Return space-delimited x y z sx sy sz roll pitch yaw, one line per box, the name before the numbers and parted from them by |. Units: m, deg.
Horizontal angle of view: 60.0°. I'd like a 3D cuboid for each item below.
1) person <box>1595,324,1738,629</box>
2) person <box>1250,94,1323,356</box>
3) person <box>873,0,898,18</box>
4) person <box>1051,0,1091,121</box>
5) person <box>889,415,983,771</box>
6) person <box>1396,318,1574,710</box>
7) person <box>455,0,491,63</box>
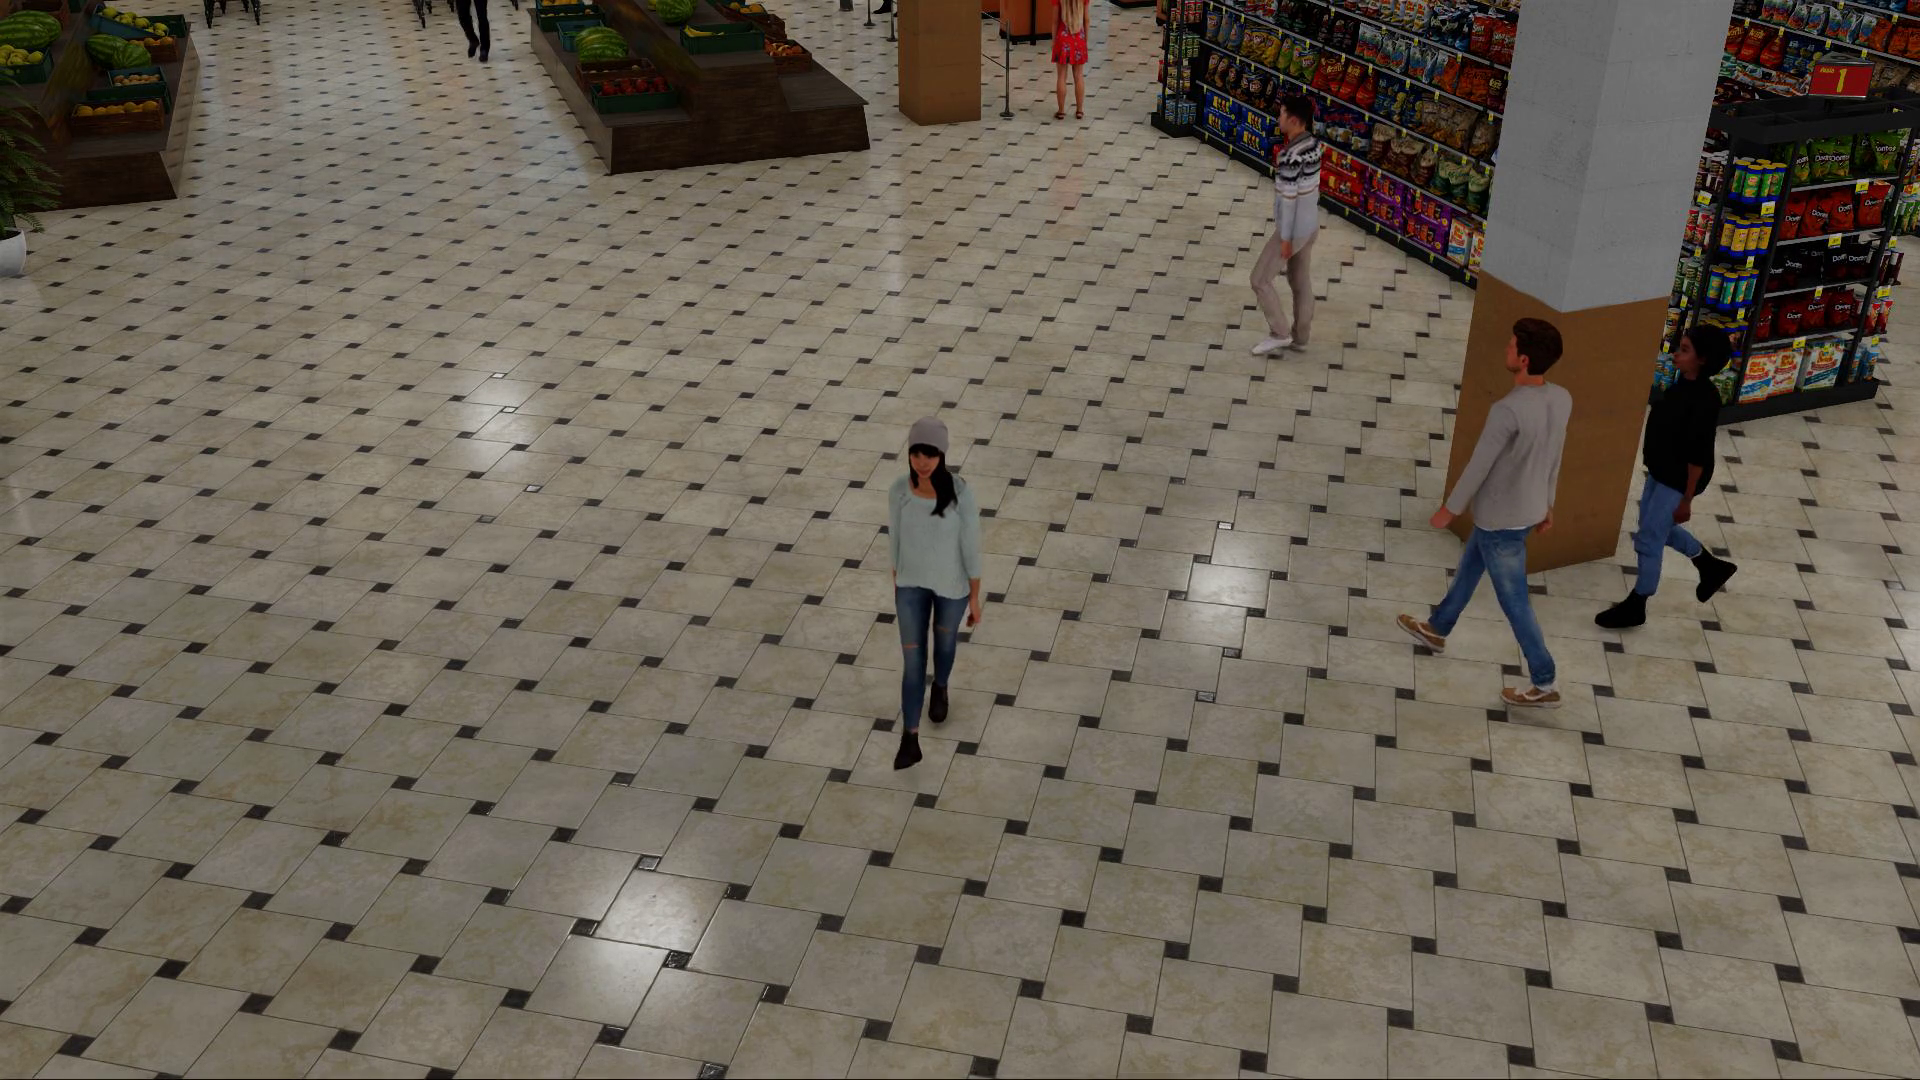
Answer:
person | 3.670 -0.276 8.353 0.839 1.673 0.939 2 29 3
person | 2.421 -2.171 11.648 0.841 1.841 0.818 18 34 30
person | -0.904 -8.031 22.381 0.741 1.842 0.862 21 35 33
person | 1.157 -5.251 17.548 0.623 1.593 0.620 -2 29 -4
person | -0.102 0.172 7.598 0.888 1.611 1.098 3 29 5
person | 2.635 -0.067 7.778 0.998 1.856 1.322 -23 36 -36
person | -5.832 -6.693 19.946 0.768 1.826 0.754 -1 29 -3
